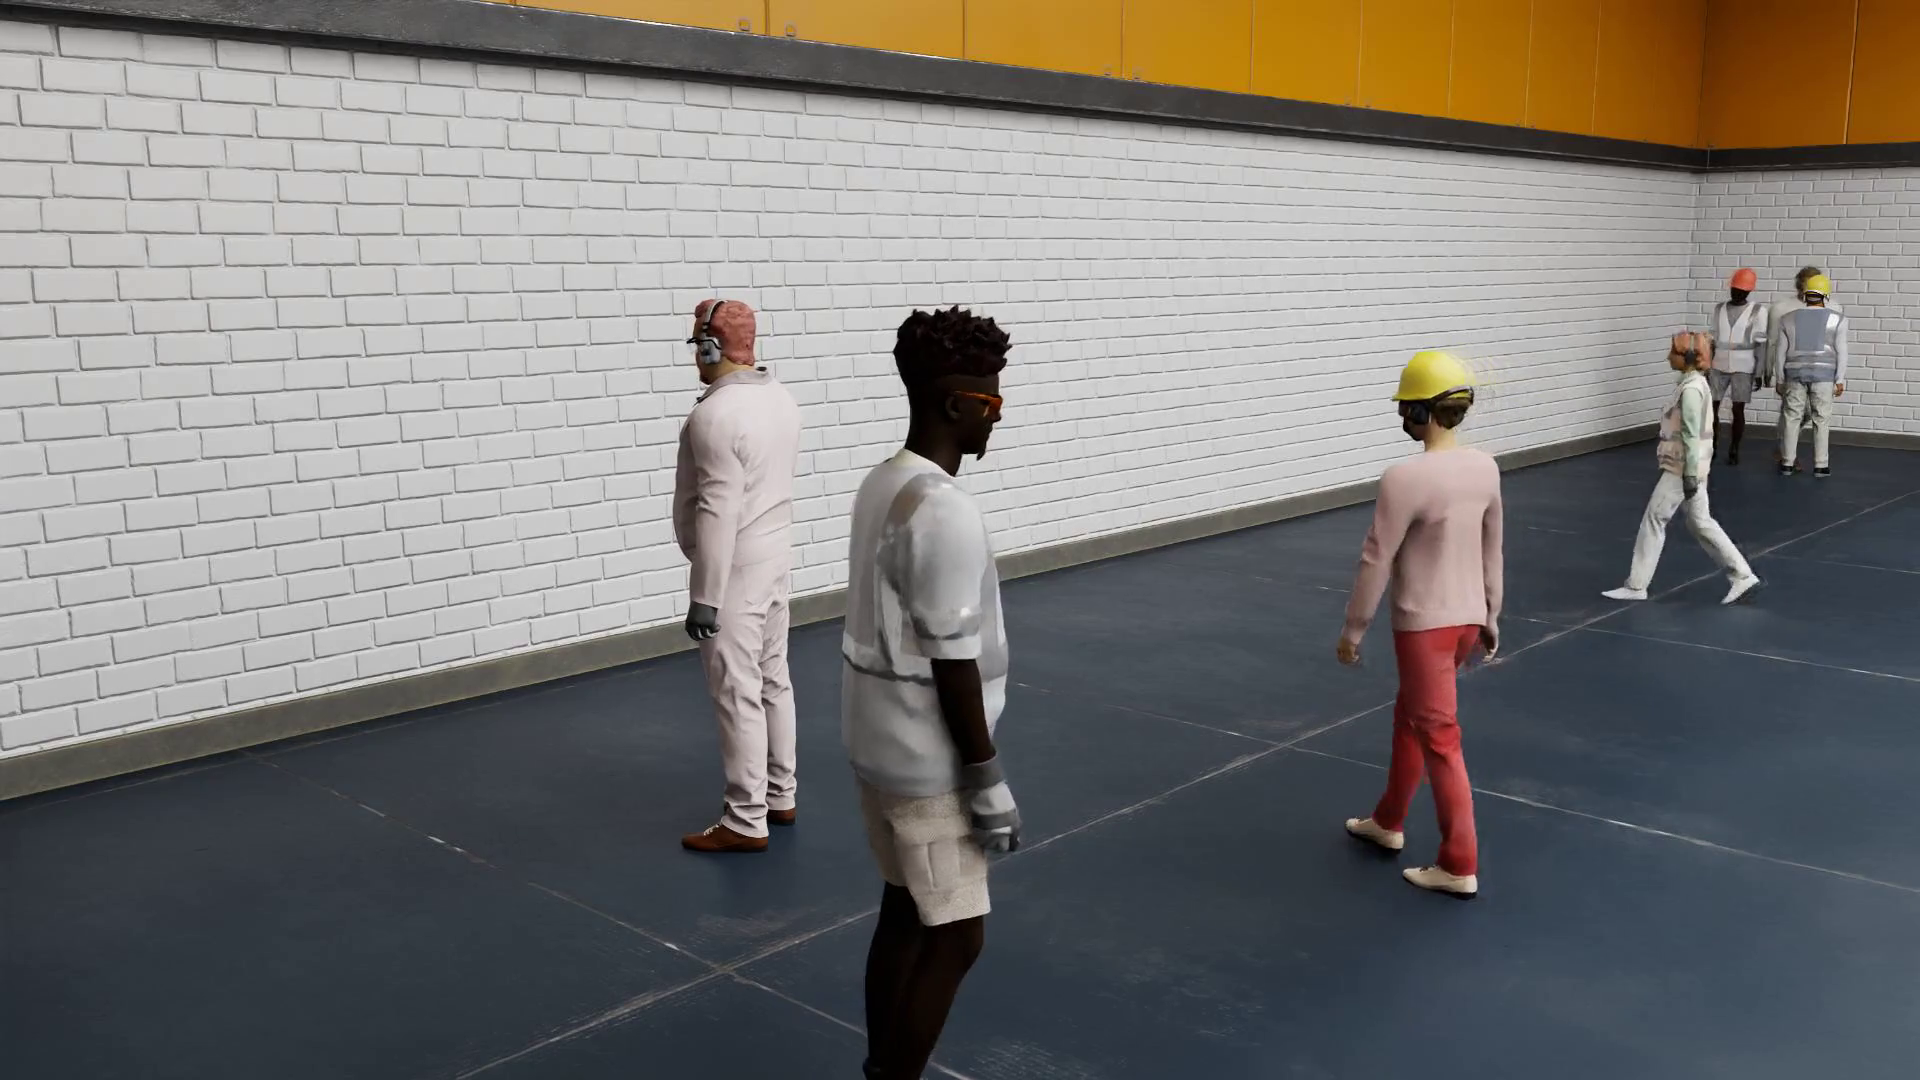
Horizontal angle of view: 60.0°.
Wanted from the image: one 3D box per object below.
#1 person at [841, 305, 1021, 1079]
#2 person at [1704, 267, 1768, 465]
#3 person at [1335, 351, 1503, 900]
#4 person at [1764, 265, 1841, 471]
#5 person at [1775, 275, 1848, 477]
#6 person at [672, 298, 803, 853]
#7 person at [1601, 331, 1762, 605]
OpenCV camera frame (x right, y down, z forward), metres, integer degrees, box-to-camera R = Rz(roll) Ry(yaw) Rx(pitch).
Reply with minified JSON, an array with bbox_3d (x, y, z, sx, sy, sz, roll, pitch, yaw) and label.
[{"bbox_3d":[-0.077,0.462,3.707,0.407,1.951,0.623,-3,10,-14],"label":"person"},{"bbox_3d":[7.386,-1.647,15.882,0.506,1.903,0.573,-9,14,-42],"label":"person"},{"bbox_3d":[1.455,0.259,5.443,0.546,1.736,0.760,-7,12,-36],"label":"person"},{"bbox_3d":[7.889,-1.629,15.702,0.646,1.922,0.716,1,10,4],"label":"person"},{"bbox_3d":[7.746,-1.490,15.150,0.588,1.835,0.403,7,12,35],"label":"person"},{"bbox_3d":[-0.787,0.125,5.760,0.403,1.904,0.651,3,10,17],"label":"person"},{"bbox_3d":[4.254,-0.411,9.657,0.821,1.606,0.521,5,11,25],"label":"person"}]
